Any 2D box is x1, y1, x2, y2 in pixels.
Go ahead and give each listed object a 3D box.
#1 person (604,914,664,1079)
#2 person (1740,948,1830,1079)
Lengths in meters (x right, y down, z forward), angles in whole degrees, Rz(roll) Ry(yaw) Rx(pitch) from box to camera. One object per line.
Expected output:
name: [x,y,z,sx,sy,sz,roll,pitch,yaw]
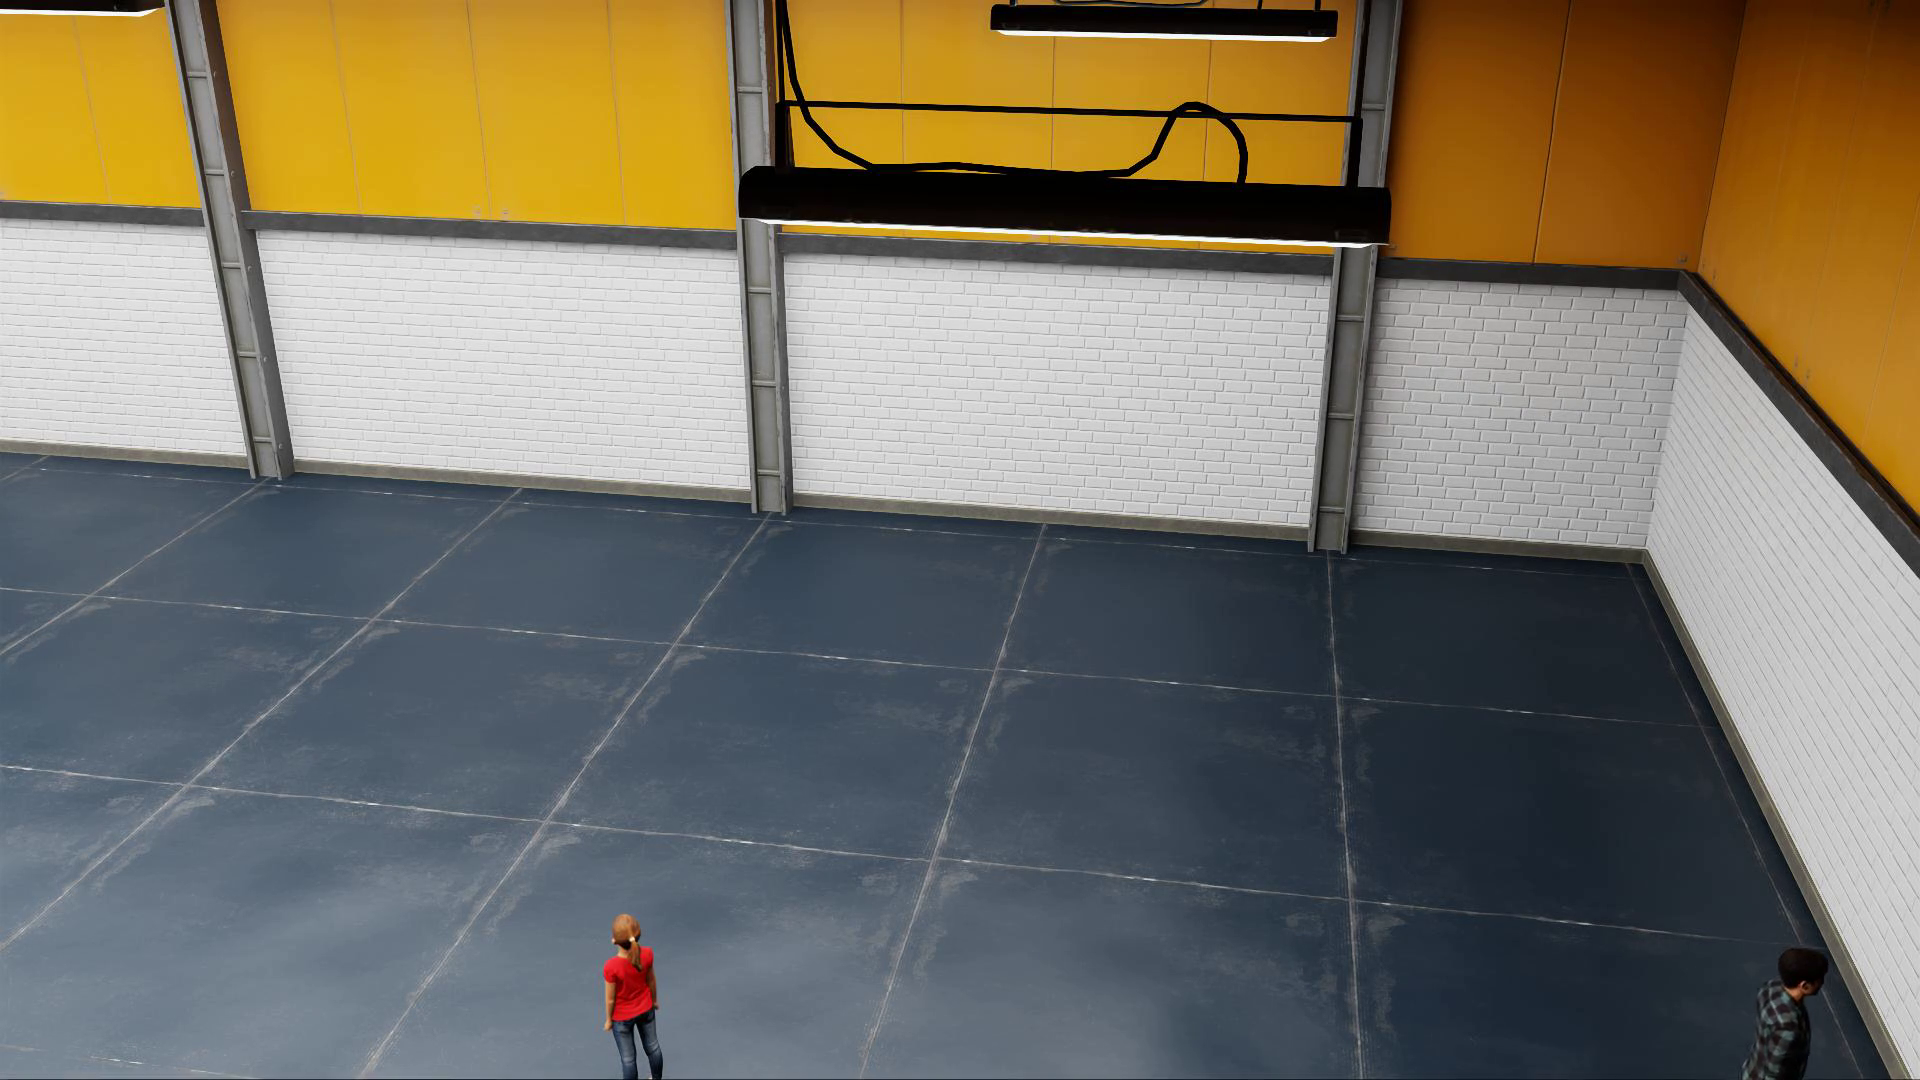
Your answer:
person: [-1.896,2.739,9.665,0.577,1.310,0.634,-17,29,-34]
person: [4.203,2.842,8.781,1.014,1.680,0.749,6,24,14]
